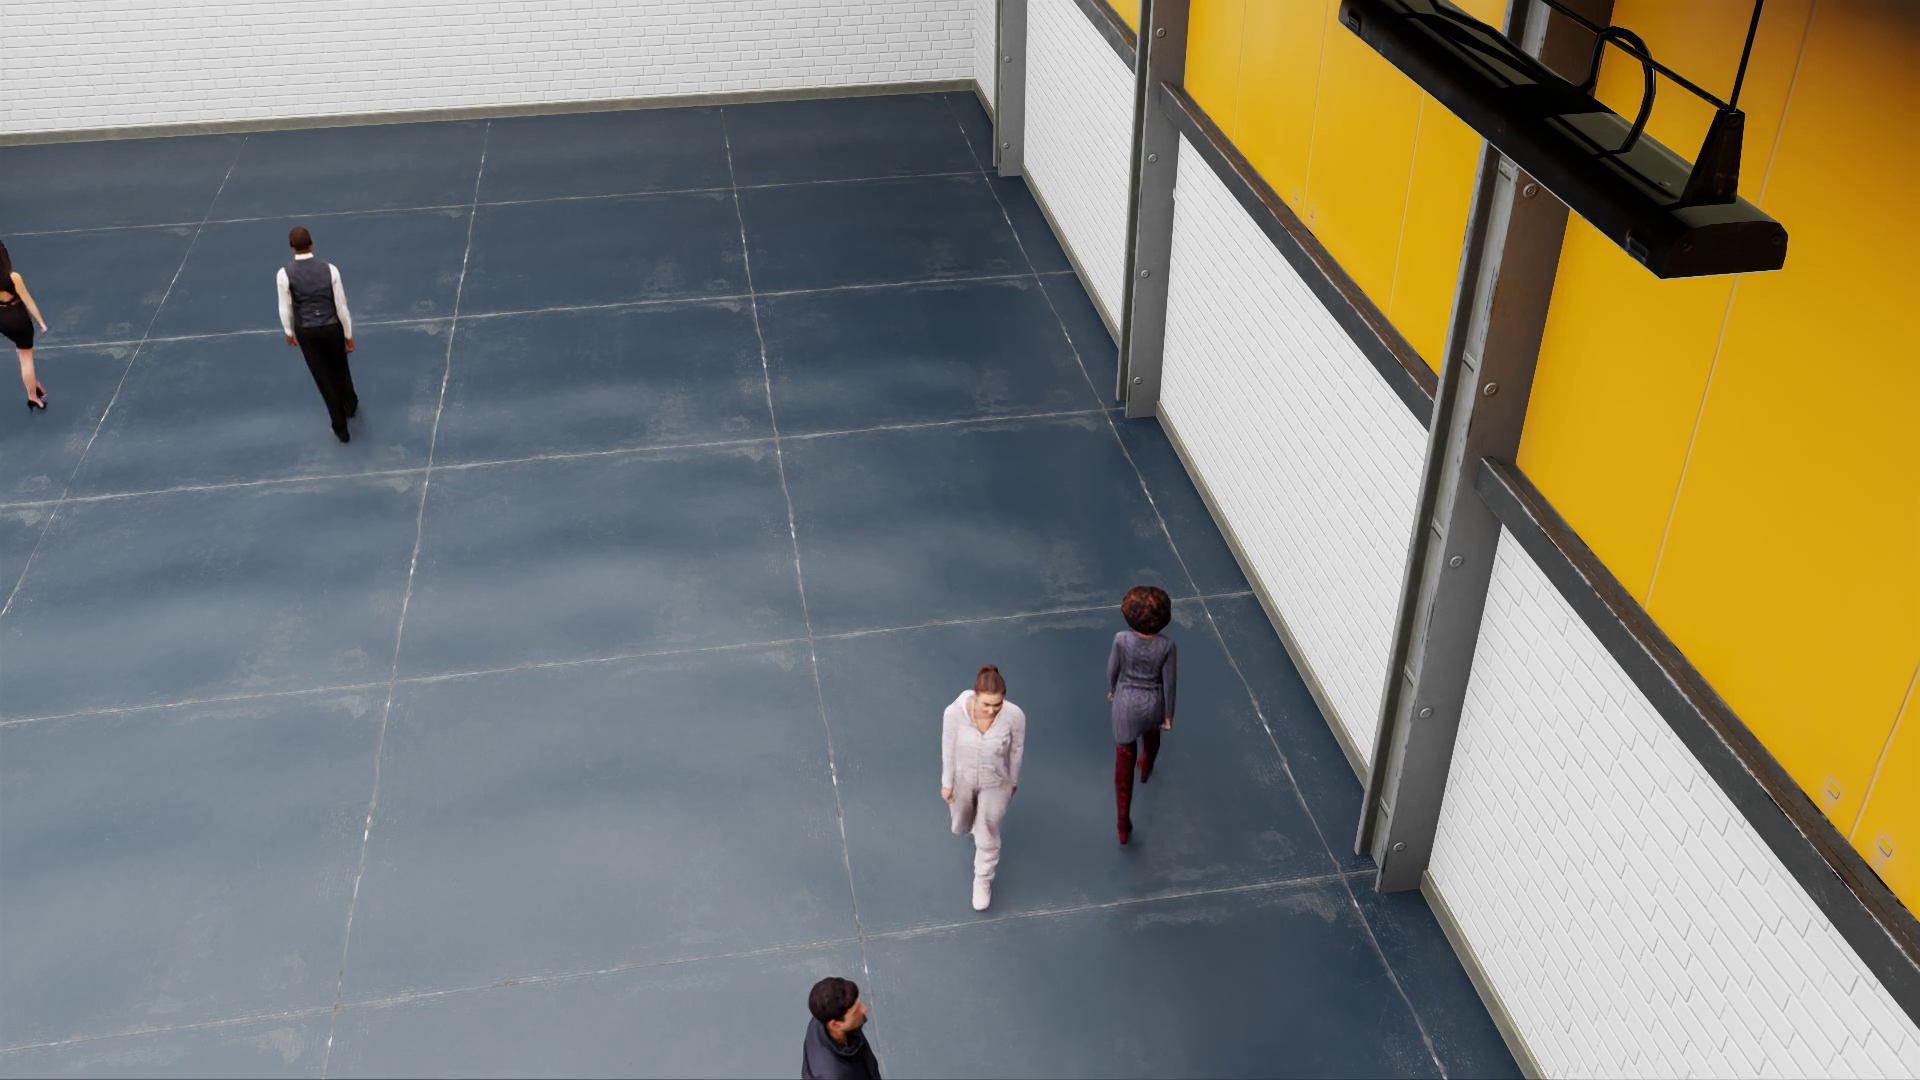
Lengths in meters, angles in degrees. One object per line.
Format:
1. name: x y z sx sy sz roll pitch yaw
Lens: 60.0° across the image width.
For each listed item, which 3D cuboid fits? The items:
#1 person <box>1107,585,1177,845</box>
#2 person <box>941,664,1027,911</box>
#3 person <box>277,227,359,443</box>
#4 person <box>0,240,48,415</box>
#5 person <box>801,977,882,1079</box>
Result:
1. person: 1.099 1.106 10.260 0.788 1.667 1.136 5 34 7
2. person: 0.126 1.371 9.863 0.797 1.665 1.019 4 34 6
3. person: -5.496 -1.724 14.317 0.880 1.888 1.065 -16 37 -23
4. person: -8.424 -1.855 14.744 0.663 1.635 0.671 3 34 4
5. person: -0.557 2.699 7.630 0.871 1.926 0.643 -1 34 -2
